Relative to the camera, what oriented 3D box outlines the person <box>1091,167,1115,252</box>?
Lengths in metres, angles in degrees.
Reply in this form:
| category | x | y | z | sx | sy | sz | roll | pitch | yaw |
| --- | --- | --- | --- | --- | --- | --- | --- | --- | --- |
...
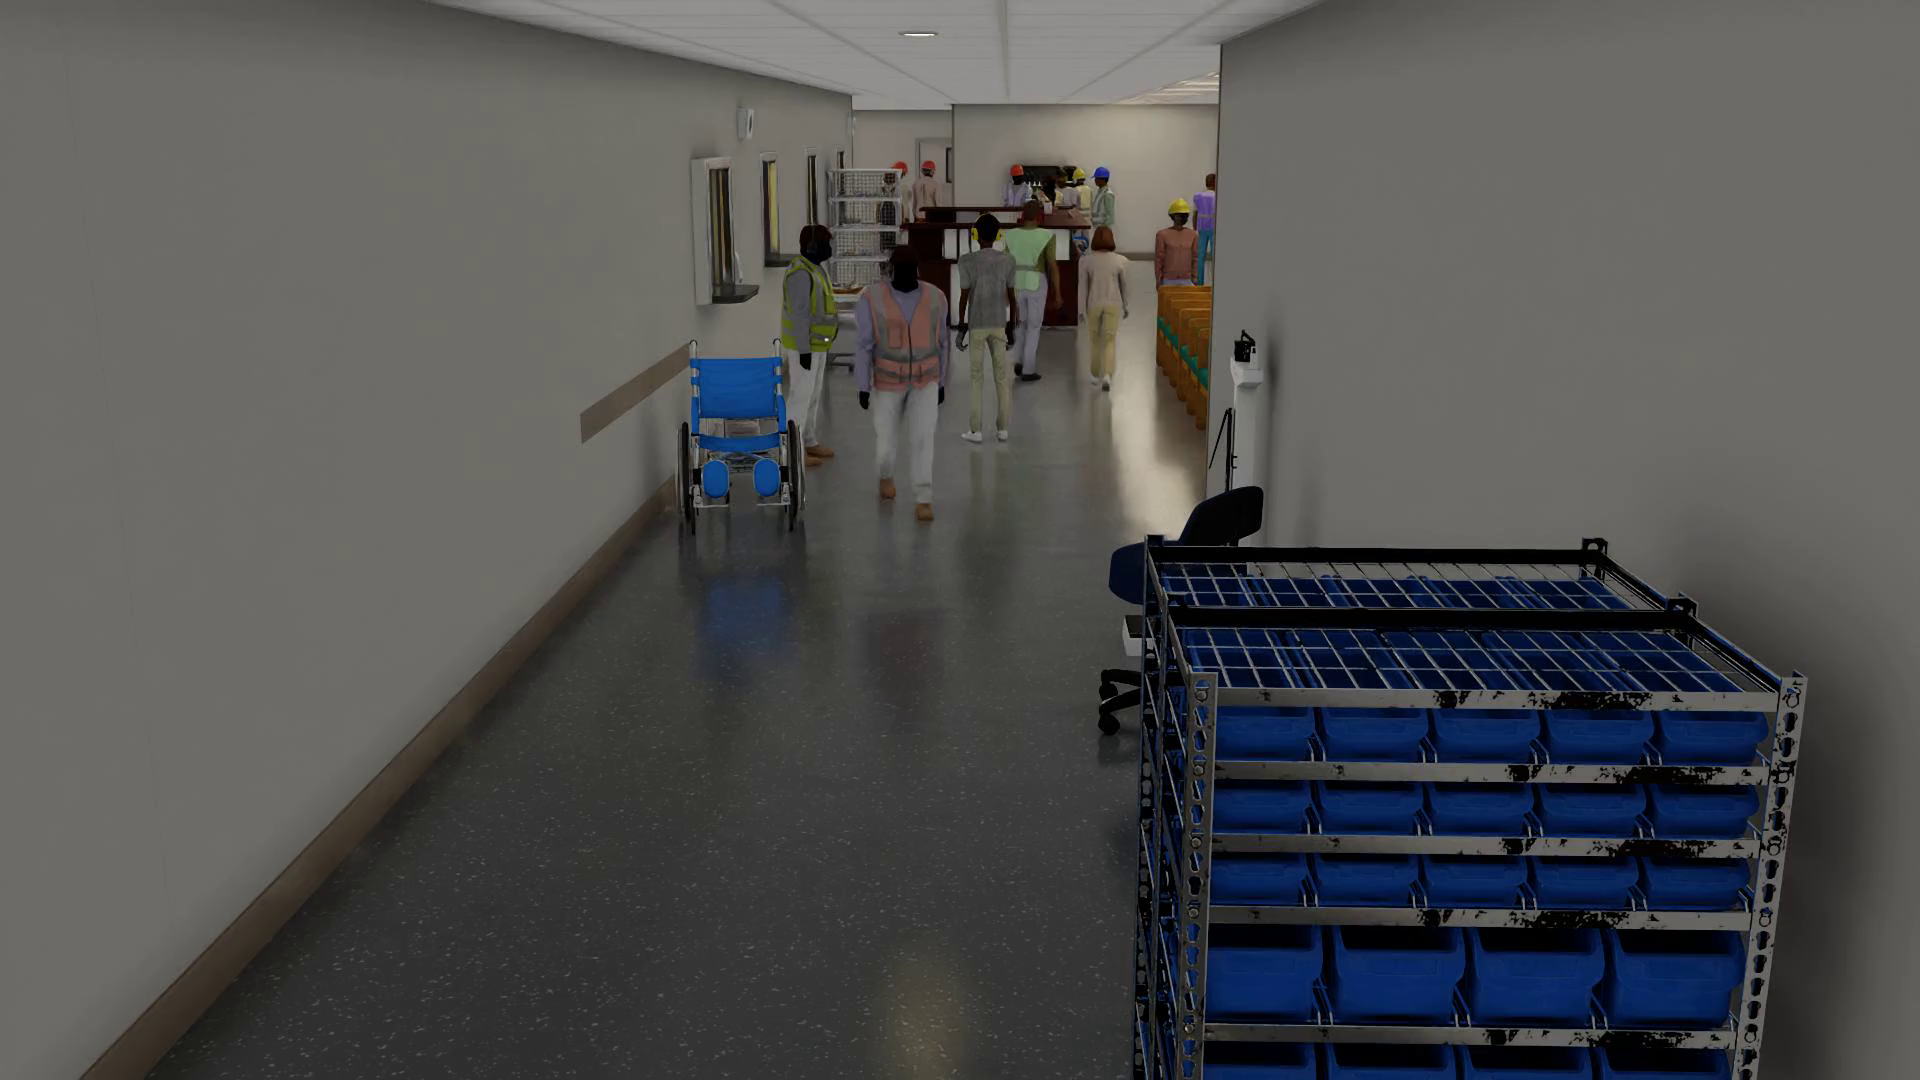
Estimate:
| category | x | y | z | sx | sy | sz | roll | pitch | yaw |
| --- | --- | --- | --- | --- | --- | --- | --- | --- | --- |
| person | 2.284 | -4.994 | 26.684 | 0.390 | 1.949 | 0.602 | -3 | 14 | -10 |

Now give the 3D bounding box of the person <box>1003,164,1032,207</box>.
| category | x | y | z | sx | sy | sz | roll | pitch | yaw |
| --- | --- | --- | --- | --- | --- | --- | --- | --- | --- |
| person | 1.014 | -5.745 | 29.781 | 0.543 | 1.929 | 0.387 | 6 | 15 | 24 |

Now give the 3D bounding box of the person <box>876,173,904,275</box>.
| category | x | y | z | sx | sy | sz | roll | pitch | yaw |
| --- | --- | --- | --- | --- | --- | --- | --- | --- | --- |
| person | -1.236 | -5.598 | 29.374 | 0.507 | 1.838 | 0.344 | 2 | 14 | 9 |

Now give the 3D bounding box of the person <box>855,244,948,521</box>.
| category | x | y | z | sx | sy | sz | roll | pitch | yaw |
| --- | --- | --- | --- | --- | --- | --- | --- | --- | --- |
| person | -0.397 | -1.088 | 11.152 | 0.632 | 1.808 | 0.911 | -3 | 14 | -10 |

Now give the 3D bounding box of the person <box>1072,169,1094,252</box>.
| category | x | y | z | sx | sy | sz | roll | pitch | yaw |
| --- | --- | --- | --- | --- | --- | --- | --- | --- | --- |
| person | 2.145 | -5.771 | 30.075 | 0.587 | 1.835 | 0.404 | -12 | 18 | -40 |

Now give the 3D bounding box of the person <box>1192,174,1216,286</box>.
| category | x | y | z | sx | sy | sz | roll | pitch | yaw |
| --- | --- | --- | --- | --- | --- | --- | --- | --- | --- |
| person | 3.988 | -4.933 | 26.660 | 0.564 | 1.842 | 0.392 | 6 | 15 | 25 |

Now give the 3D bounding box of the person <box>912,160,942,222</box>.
| category | x | y | z | sx | sy | sz | roll | pitch | yaw |
| --- | --- | --- | --- | --- | --- | --- | --- | --- | --- |
| person | -0.588 | -5.930 | 30.420 | 0.611 | 1.985 | 0.415 | 8 | 16 | 29 |

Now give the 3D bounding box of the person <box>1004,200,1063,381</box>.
| category | x | y | z | sx | sy | sz | roll | pitch | yaw |
| --- | --- | --- | --- | --- | --- | --- | --- | --- | --- |
| person | 0.744 | -2.535 | 16.951 | 0.585 | 1.824 | 0.495 | 9 | 17 | 33 |

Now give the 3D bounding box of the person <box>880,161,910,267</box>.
| category | x | y | z | sx | sy | sz | roll | pitch | yaw |
| --- | --- | --- | --- | --- | --- | --- | --- | --- | --- |
| person | -1.177 | -5.951 | 30.530 | 0.650 | 1.966 | 0.426 | 13 | 19 | 43 |

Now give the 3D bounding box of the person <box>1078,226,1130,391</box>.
| category | x | y | z | sx | sy | sz | roll | pitch | yaw |
| --- | --- | --- | --- | --- | --- | --- | --- | --- | --- |
| person | 1.417 | -2.288 | 16.437 | 0.506 | 1.608 | 0.772 | 2 | 14 | 7 |

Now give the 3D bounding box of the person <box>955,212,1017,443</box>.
| category | x | y | z | sx | sy | sz | roll | pitch | yaw |
| --- | --- | --- | --- | --- | --- | --- | --- | --- | --- |
| person | 0.212 | -1.722 | 13.582 | 0.518 | 1.866 | 0.326 | -4 | 14 | -16 |

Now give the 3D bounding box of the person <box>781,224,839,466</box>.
| category | x | y | z | sx | sy | sz | roll | pitch | yaw |
| --- | --- | --- | --- | --- | --- | --- | --- | --- | --- |
| person | -1.136 | -1.485 | 12.716 | 0.431 | 1.833 | 0.644 | 2 | 14 | 10 |

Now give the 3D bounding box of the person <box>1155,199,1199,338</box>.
| category | x | y | z | sx | sy | sz | roll | pitch | yaw |
| --- | --- | --- | --- | --- | --- | --- | --- | --- | --- |
| person | 2.434 | -2.928 | 18.676 | 0.525 | 1.771 | 0.310 | -4 | 14 | -14 |

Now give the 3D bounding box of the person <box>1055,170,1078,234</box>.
| category | x | y | z | sx | sy | sz | roll | pitch | yaw |
| --- | --- | --- | --- | --- | --- | --- | --- | --- | --- |
| person | 1.780 | -5.537 | 29.116 | 0.514 | 1.845 | 0.460 | 9 | 16 | 32 |

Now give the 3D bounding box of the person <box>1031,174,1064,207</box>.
| category | x | y | z | sx | sy | sz | roll | pitch | yaw |
| --- | --- | --- | --- | --- | --- | --- | --- | --- | --- |
| person | 1.432 | -4.984 | 26.896 | 0.633 | 1.836 | 0.429 | -7 | 16 | -27 |
